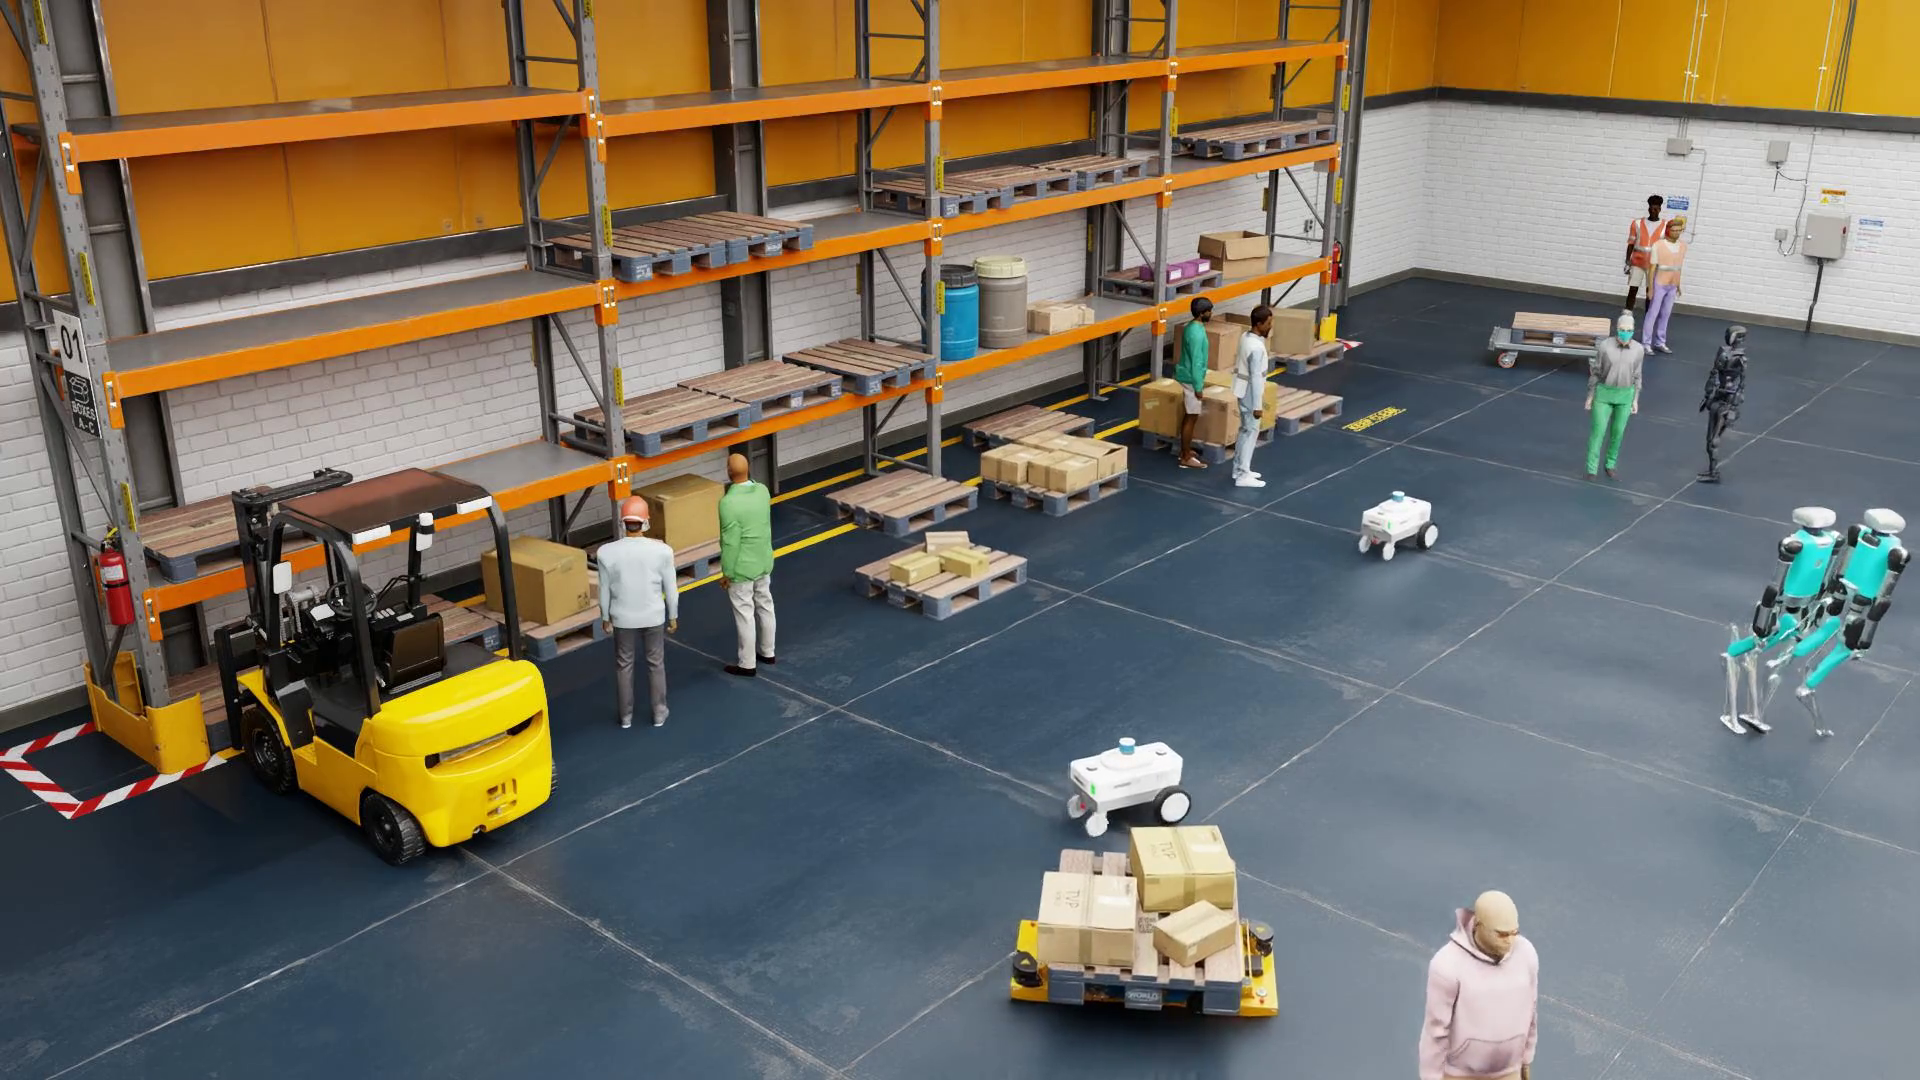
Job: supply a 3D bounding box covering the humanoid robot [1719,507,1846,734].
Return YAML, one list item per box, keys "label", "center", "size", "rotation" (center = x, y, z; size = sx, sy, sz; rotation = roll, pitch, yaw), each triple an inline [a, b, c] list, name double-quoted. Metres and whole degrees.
- label: "humanoid robot"
  center: [5.789, 0.552, 11.935]
  size: [0.549, 1.788, 0.742]
  rotation: [-8, 22, -21]

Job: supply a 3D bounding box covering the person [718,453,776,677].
- label: "person"
  center: [-1.653, 0.192, 12.848]
  size: [0.388, 1.782, 0.539]
  rotation: [13, 24, 32]

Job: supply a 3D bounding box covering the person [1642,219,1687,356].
- label: "person"
  center: [9.556, -3.438, 22.589]
  size: [0.568, 1.844, 0.378]
  rotation: [-8, 22, -21]

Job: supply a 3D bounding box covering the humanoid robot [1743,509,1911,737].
- label: "humanoid robot"
  center: [5.998, 0.643, 11.726]
  size: [0.983, 1.768, 0.551]
  rotation: [-2, 20, -6]

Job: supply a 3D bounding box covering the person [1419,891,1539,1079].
- label: "person"
  center: [2.229, 2.271, 7.218]
  size: [0.543, 1.769, 0.498]
  rotation: [-2, 20, -6]

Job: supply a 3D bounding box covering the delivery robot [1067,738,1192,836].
- label: "delivery robot"
  center: [1.103, 1.583, 10.868]
  size: [0.801, 0.608, 0.499]
  rotation: [-9, 22, -23]

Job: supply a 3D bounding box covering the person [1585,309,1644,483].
- label: "person"
  center: [6.840, -1.516, 17.423]
  size: [0.540, 1.839, 0.497]
  rotation: [3, 20, 7]

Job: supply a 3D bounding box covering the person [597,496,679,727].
- label: "person"
  center: [-2.316, 0.523, 12.012]
  size: [0.572, 1.738, 0.350]
  rotation: [-3, 21, -9]

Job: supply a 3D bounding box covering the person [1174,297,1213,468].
- label: "person"
  center: [2.500, -1.701, 17.896]
  size: [0.394, 1.843, 0.501]
  rotation: [1, 20, 3]

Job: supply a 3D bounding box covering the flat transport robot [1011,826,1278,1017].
- label: "flat transport robot"
  center: [1.024, 2.332, 9.232]
  size: [1.431, 0.231, 0.659]
  rotation: [2, 20, 7]

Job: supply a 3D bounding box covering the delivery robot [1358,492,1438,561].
- label: "delivery robot"
  center: [4.078, -0.160, 15.559]
  size: [0.772, 0.585, 0.499]
  rotation: [-17, 26, -39]

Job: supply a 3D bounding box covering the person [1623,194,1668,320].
- label: "person"
  center: [9.841, -3.964, 23.843]
  size: [0.602, 1.966, 0.368]
  rotation: [9, 22, 22]

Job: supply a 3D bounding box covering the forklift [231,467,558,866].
- label: "forklift"
  center: [-3.730, 0.710, 10.856]
  size: [2.313, 2.155, 1.214]
  rotation: [17, 26, 38]

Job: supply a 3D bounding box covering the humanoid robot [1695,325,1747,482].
- label: "humanoid robot"
  center: [7.949, -1.449, 17.434]
  size: [0.413, 1.645, 0.604]
  rotation: [-3, 21, -9]

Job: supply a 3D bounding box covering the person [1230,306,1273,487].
- label: "person"
  center: [3.009, -1.485, 17.220]
  size: [0.408, 1.906, 0.597]
  rotation: [-1, 20, -2]
